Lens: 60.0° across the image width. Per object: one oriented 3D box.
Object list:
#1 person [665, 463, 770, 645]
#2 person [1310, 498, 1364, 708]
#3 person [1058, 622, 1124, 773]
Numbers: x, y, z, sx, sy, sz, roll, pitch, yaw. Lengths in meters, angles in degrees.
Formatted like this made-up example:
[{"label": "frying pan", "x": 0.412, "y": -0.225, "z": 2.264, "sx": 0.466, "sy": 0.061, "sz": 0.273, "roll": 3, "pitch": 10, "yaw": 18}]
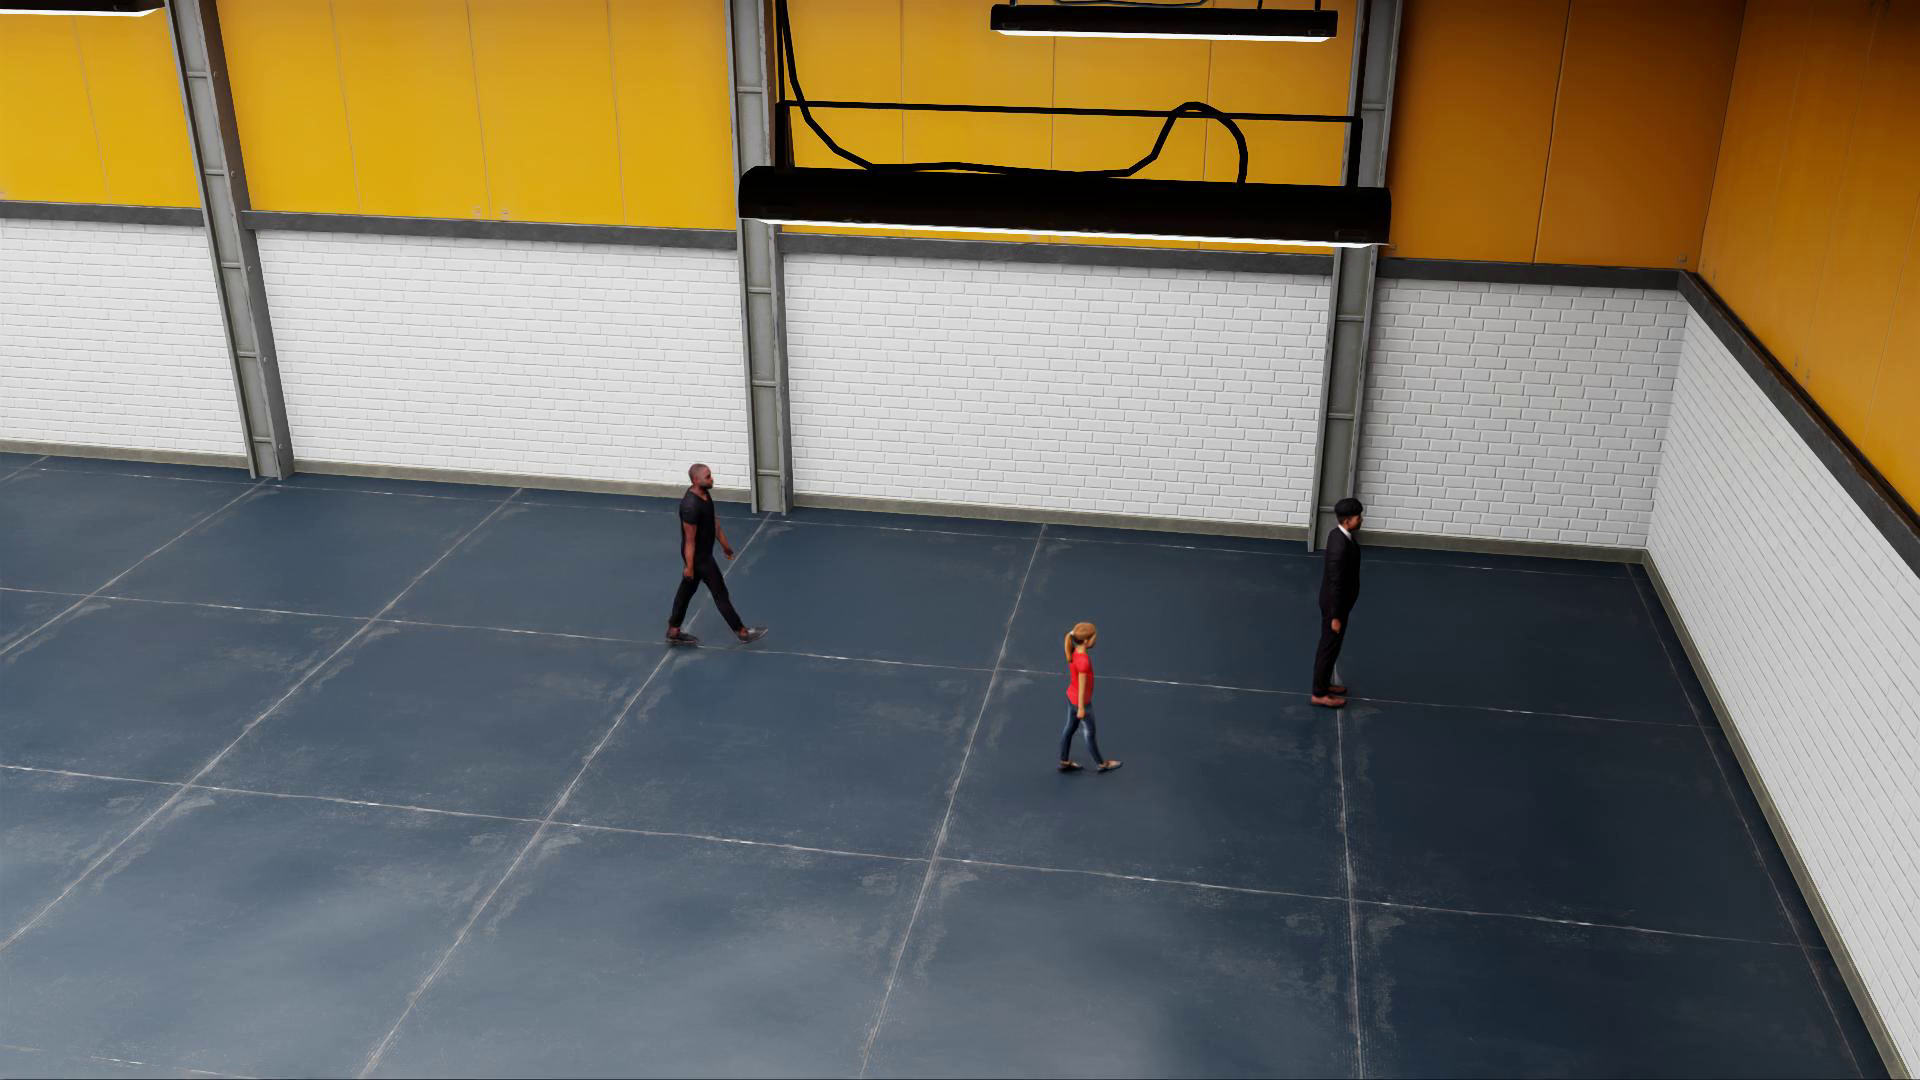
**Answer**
[{"label": "person", "x": -2.438, "y": 0.166, "z": 14.983, "sx": 1.235, "sy": 1.765, "sz": 0.800, "roll": 0, "pitch": 24, "yaw": 0}, {"label": "person", "x": 3.159, "y": 0.516, "z": 14.040, "sx": 0.574, "sy": 1.879, "sz": 0.702, "roll": 6, "pitch": 24, "yaw": 14}, {"label": "person", "x": 0.885, "y": 1.252, "z": 13.078, "sx": 0.793, "sy": 1.302, "sz": 0.638, "roll": -3, "pitch": 24, "yaw": -6}]
